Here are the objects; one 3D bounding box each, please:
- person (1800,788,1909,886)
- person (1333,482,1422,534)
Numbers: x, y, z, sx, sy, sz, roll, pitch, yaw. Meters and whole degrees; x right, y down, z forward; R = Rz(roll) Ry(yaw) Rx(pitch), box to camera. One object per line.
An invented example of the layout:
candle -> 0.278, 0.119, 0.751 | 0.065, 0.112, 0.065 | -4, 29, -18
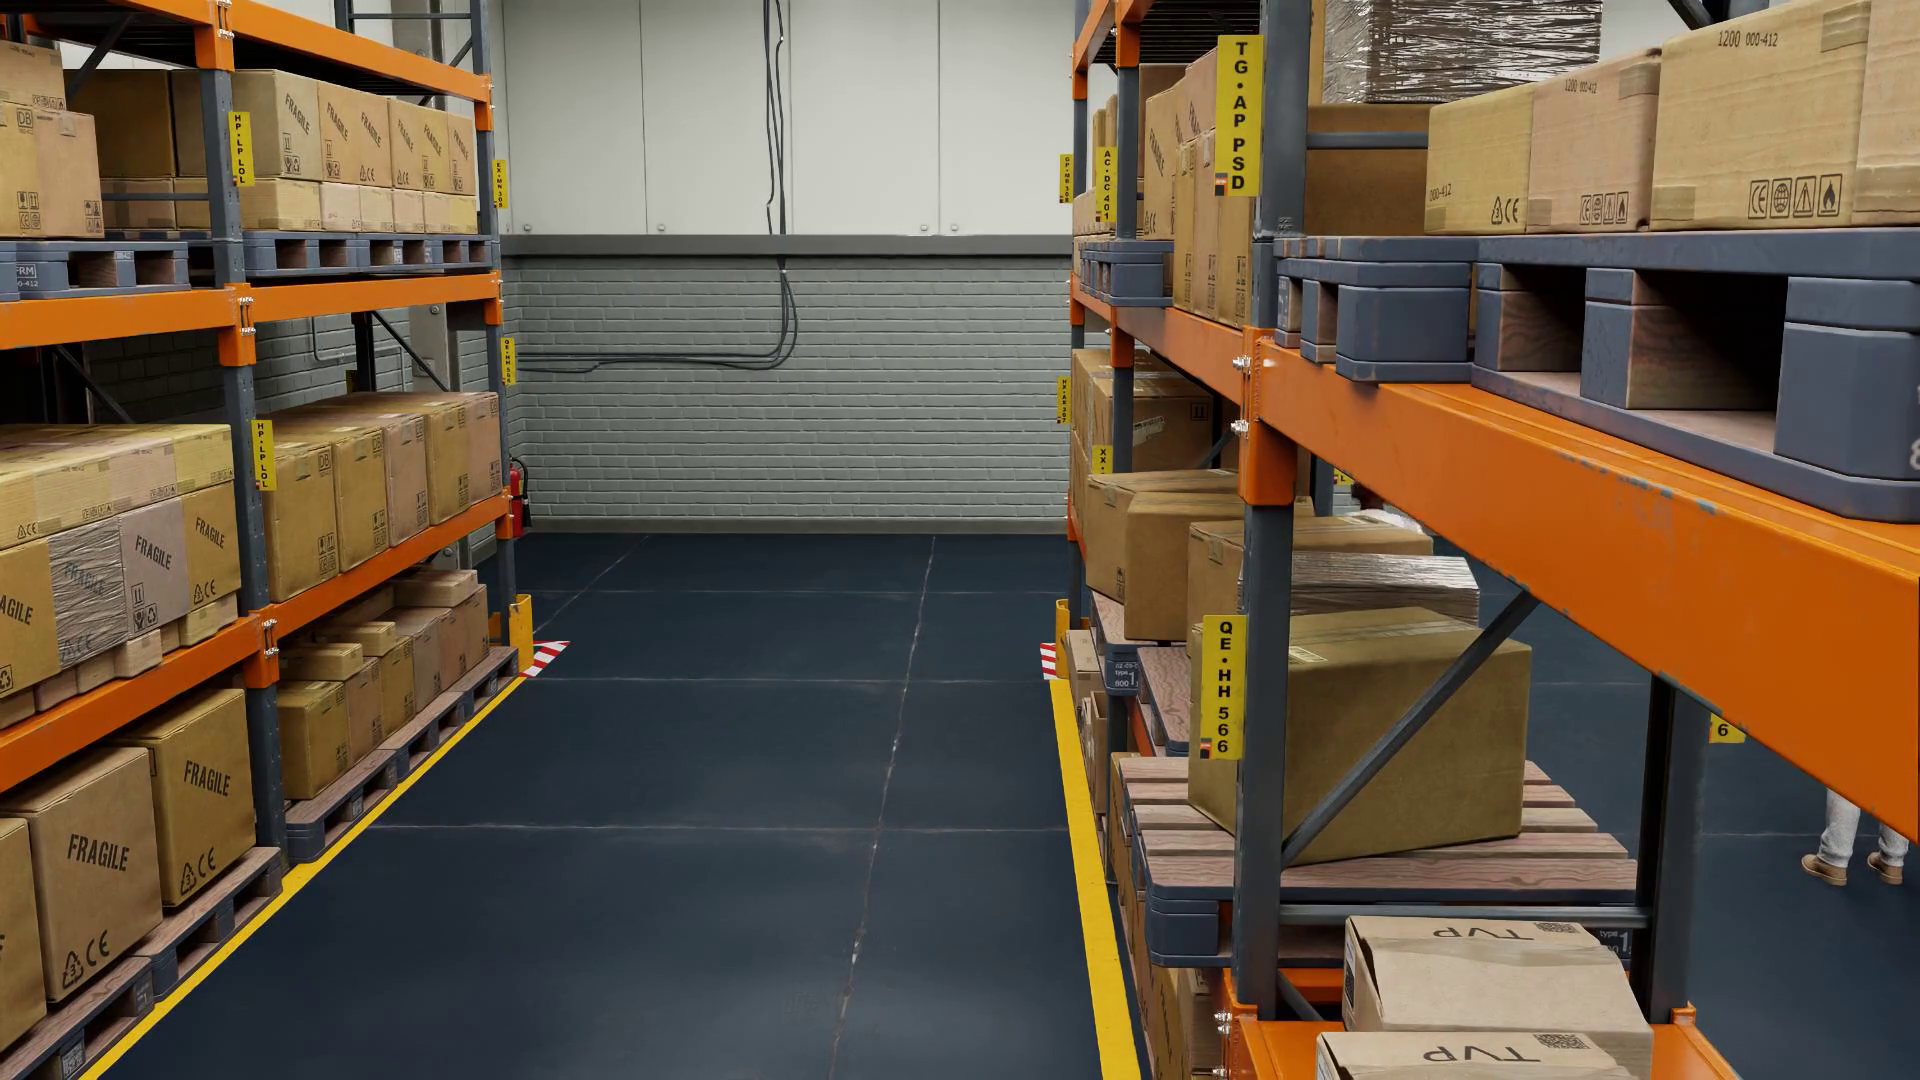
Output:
person -> 4.305, 0.732, 7.876 | 0.621, 1.838, 0.429 | 0, 10, 0
person -> 2.233, 0.488, 9.136 | 0.600, 1.870, 0.497 | 0, 10, 0
